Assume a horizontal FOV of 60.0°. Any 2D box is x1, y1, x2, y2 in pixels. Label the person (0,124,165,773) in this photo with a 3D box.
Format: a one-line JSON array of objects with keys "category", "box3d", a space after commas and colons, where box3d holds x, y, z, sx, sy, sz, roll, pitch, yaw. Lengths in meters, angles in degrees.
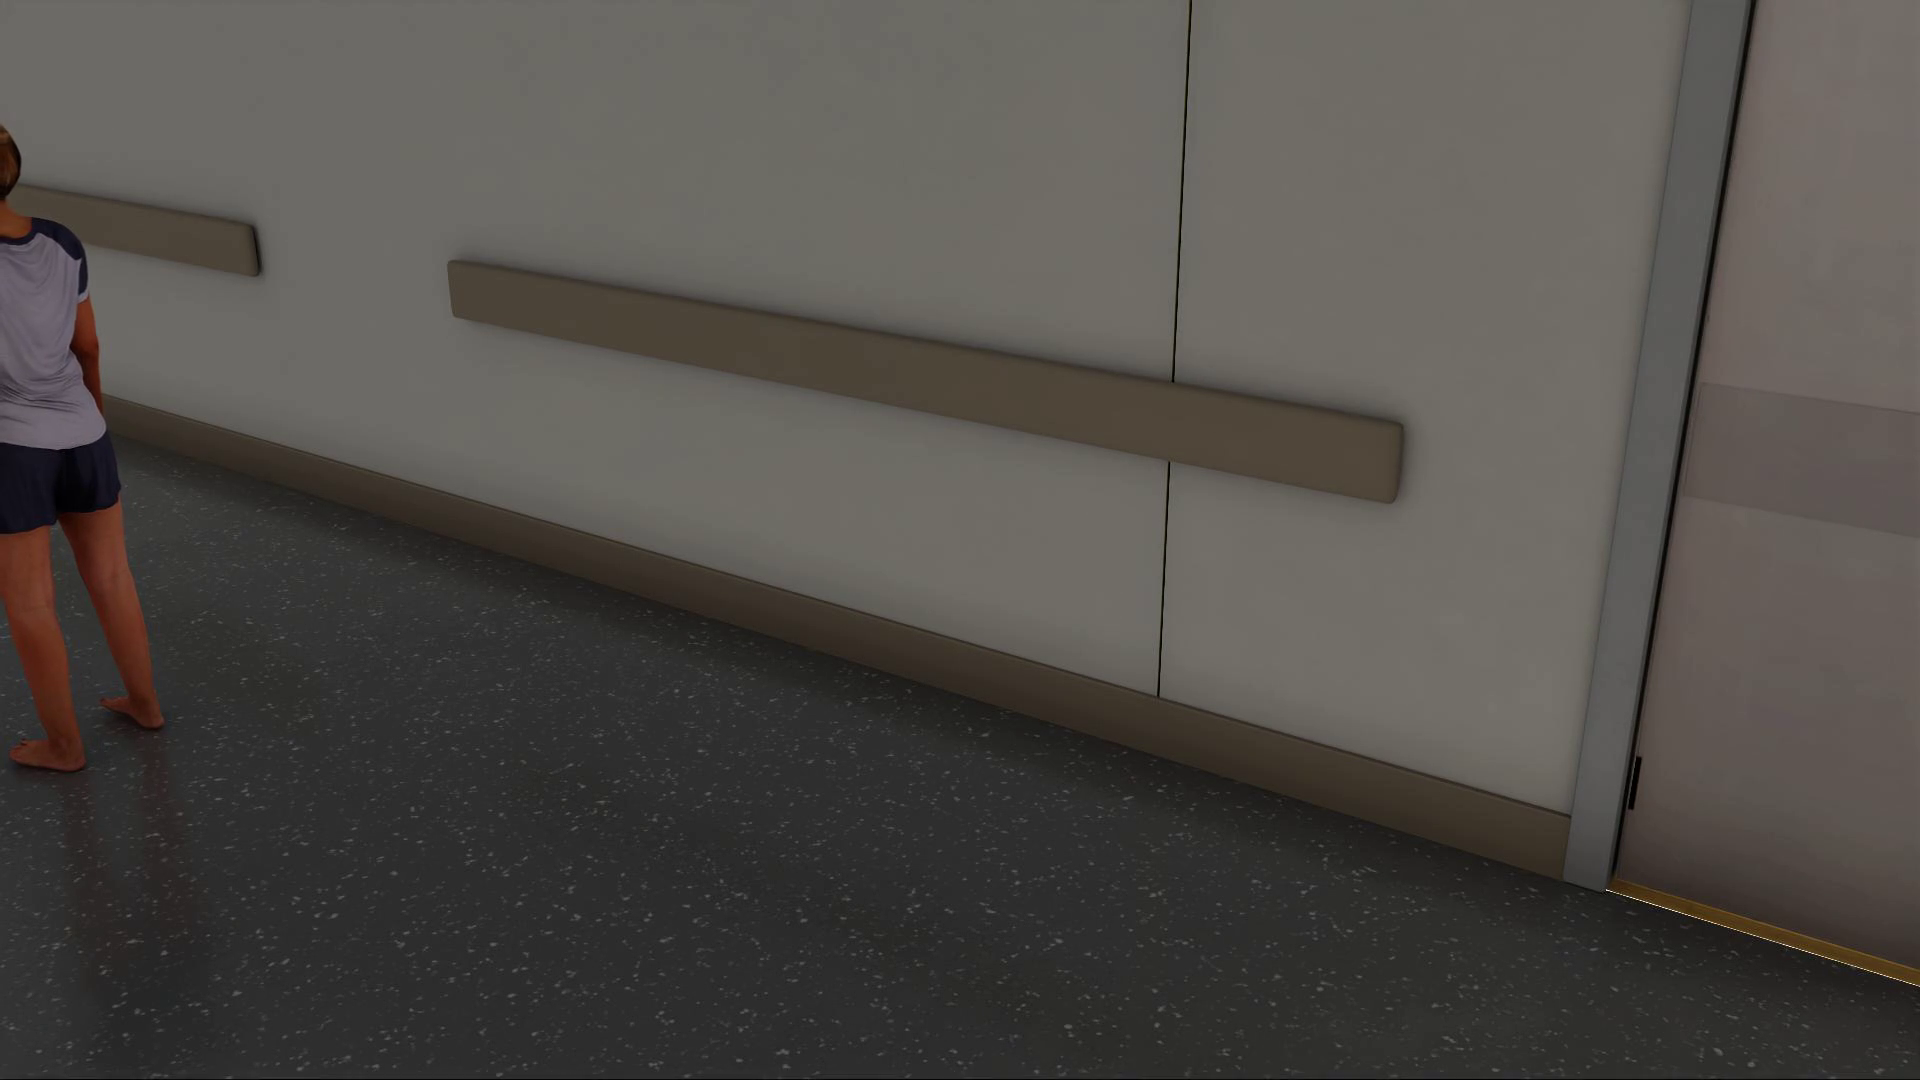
[{"category": "person", "box3d": [-2.258, -0.223, 4.070, 0.677, 1.625, 0.533, 9, 23, 23]}]
